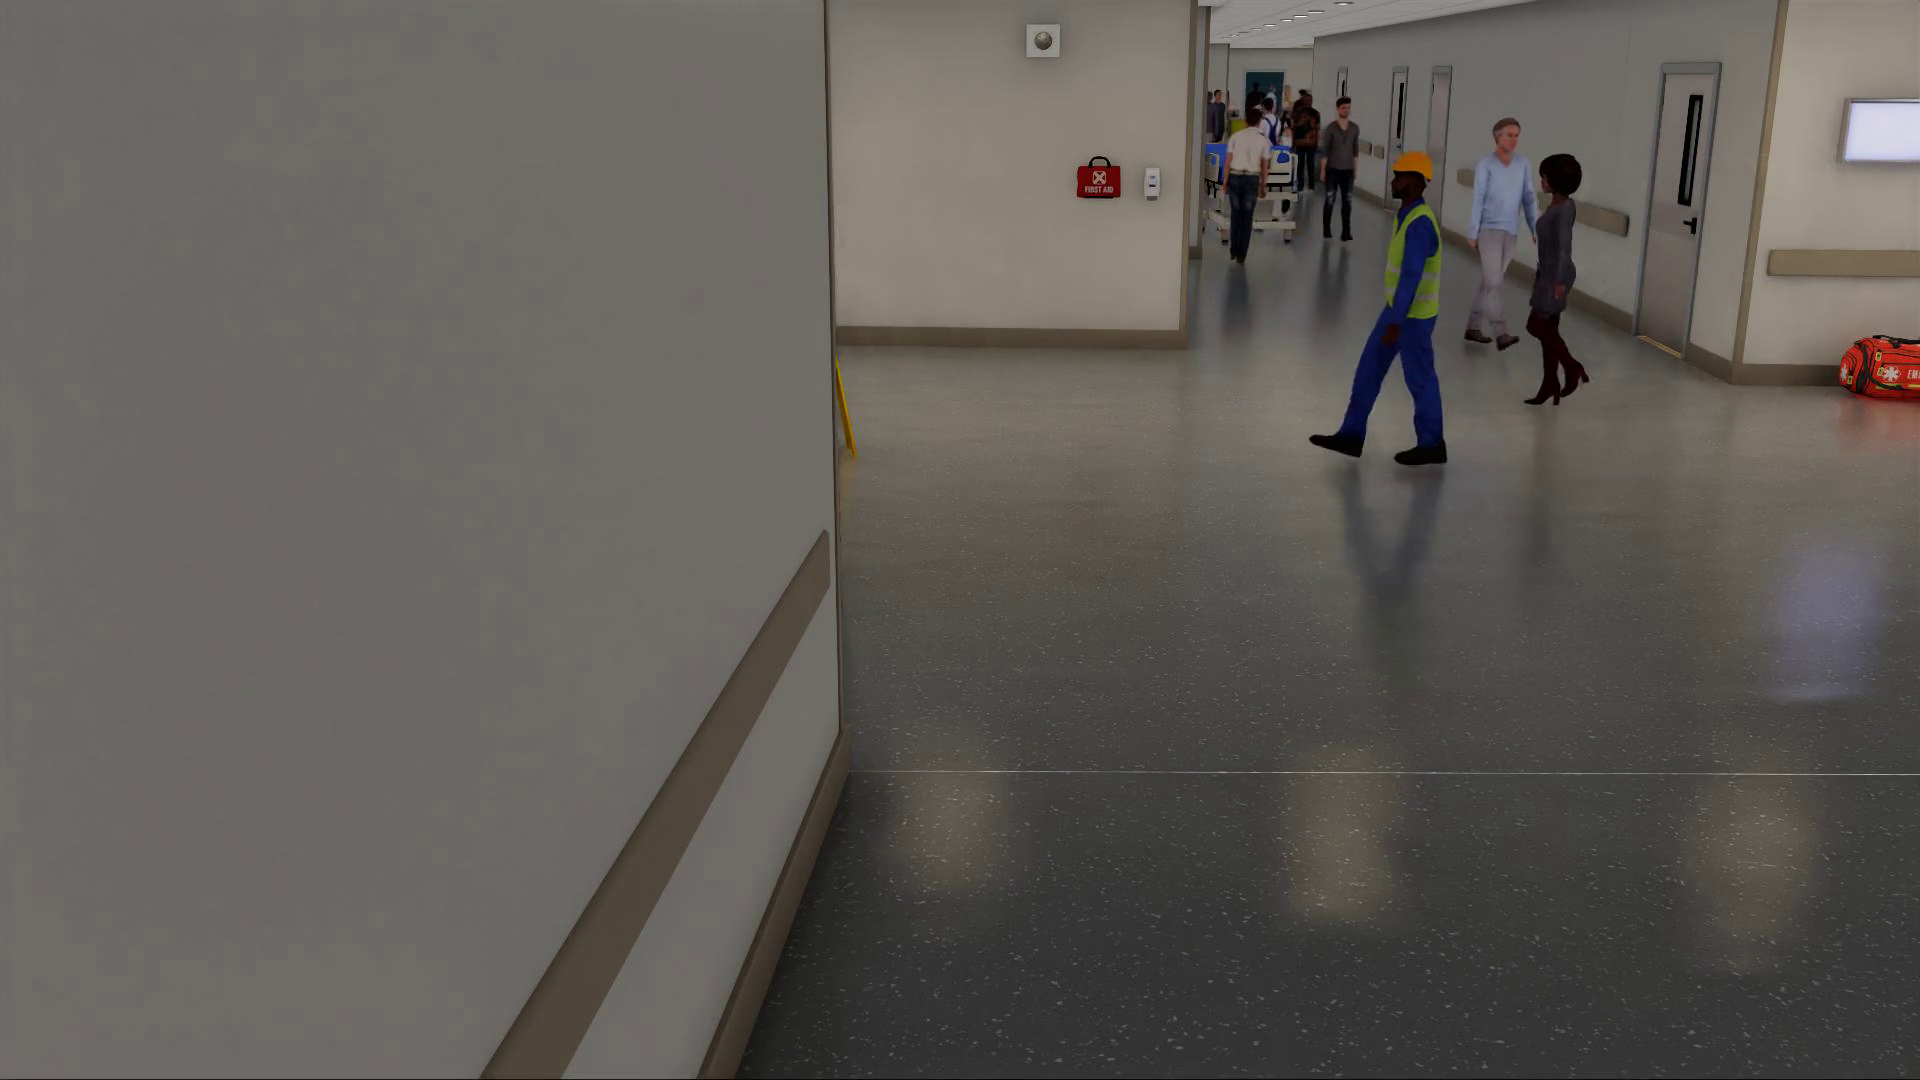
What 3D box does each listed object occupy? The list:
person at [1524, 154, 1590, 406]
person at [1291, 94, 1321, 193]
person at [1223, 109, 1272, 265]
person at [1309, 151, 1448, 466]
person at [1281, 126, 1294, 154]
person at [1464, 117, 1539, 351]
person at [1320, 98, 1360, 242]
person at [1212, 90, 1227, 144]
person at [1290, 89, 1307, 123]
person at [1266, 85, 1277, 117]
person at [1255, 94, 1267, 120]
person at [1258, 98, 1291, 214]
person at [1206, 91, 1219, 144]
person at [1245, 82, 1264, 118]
[{"bbox_3d":[4.130,-1.749,11.322,0.706,1.702,0.651,4,16,13],"label":"person"},{"bbox_3d":[6.559,-7.558,31.668,0.654,1.802,0.775,3,16,9],"label":"person"},{"bbox_3d":[3.383,-4.211,19.873,0.915,1.800,0.834,3,16,9],"label":"person"},{"bbox_3d":[2.659,-1.300,9.567,1.036,1.790,0.756,0,16,0],"label":"person"},{"bbox_3d":[7.601,-9.090,38.628,0.359,1.014,0.485,2,16,5],"label":"person"},{"bbox_3d":[4.392,-2.515,13.763,1.175,1.850,1.040,-6,17,-19],"label":"person"},{"bbox_3d":[5.080,-4.961,22.438,1.195,1.851,0.881,-1,16,-3],"label":"person"},{"bbox_3d":[6.328,-10.175,41.010,0.689,1.809,0.793,-9,18,-30],"label":"person"},{"bbox_3d":[10.268,-12.633,49.960,1.143,1.685,1.083,-8,17,-25],"label":"person"},{"bbox_3d":[10.048,-13.923,54.301,1.088,1.811,0.841,-4,16,-13],"label":"person"},{"bbox_3d":[7.101,-9.861,40.103,0.993,1.698,0.695,1,16,3],"label":"person"},{"bbox_3d":[4.935,-6.045,26.331,1.195,1.825,1.055,-7,17,-23],"label":"person"},{"bbox_3d":[5.443,-8.993,36.820,0.928,1.808,0.911,7,17,25],"label":"person"},{"bbox_3d":[9.058,-13.059,51.122,1.154,1.874,0.769,1,16,5],"label":"person"}]
